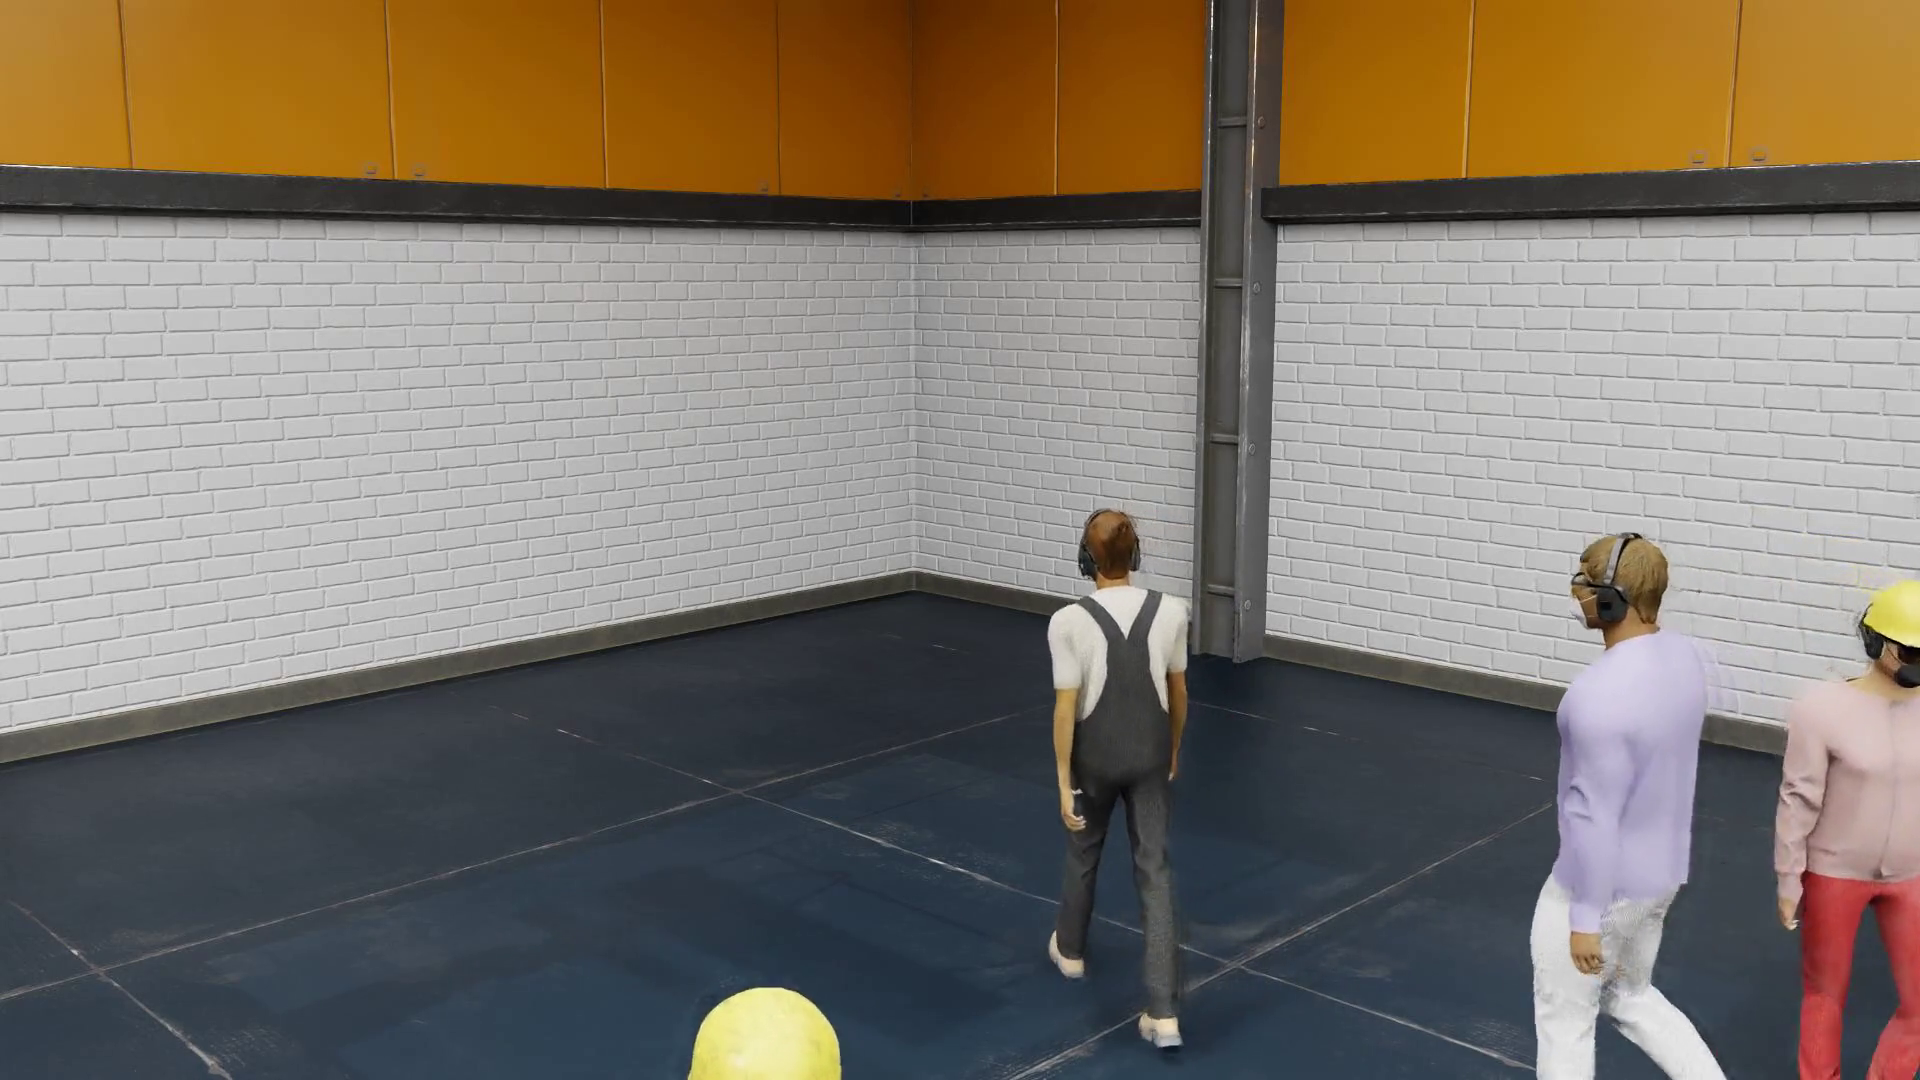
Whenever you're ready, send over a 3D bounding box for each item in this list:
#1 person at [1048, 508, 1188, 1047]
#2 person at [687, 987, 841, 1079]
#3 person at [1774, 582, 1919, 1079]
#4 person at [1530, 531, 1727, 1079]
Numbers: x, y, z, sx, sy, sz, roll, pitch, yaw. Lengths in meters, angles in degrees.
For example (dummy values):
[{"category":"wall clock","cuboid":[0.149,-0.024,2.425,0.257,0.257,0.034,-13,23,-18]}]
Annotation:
[{"category":"person","cuboid":[0.560,0.787,5.772,0.530,1.800,0.980,-1,9,-9]},{"category":"person","cuboid":[-0.308,1.397,2.326,0.481,1.695,0.925,-3,10,-19]},{"category":"person","cuboid":[2.602,0.974,4.725,0.552,1.738,0.498,1,9,8]},{"category":"person","cuboid":[1.828,0.928,4.492,0.638,1.924,0.742,-8,13,-42]}]
